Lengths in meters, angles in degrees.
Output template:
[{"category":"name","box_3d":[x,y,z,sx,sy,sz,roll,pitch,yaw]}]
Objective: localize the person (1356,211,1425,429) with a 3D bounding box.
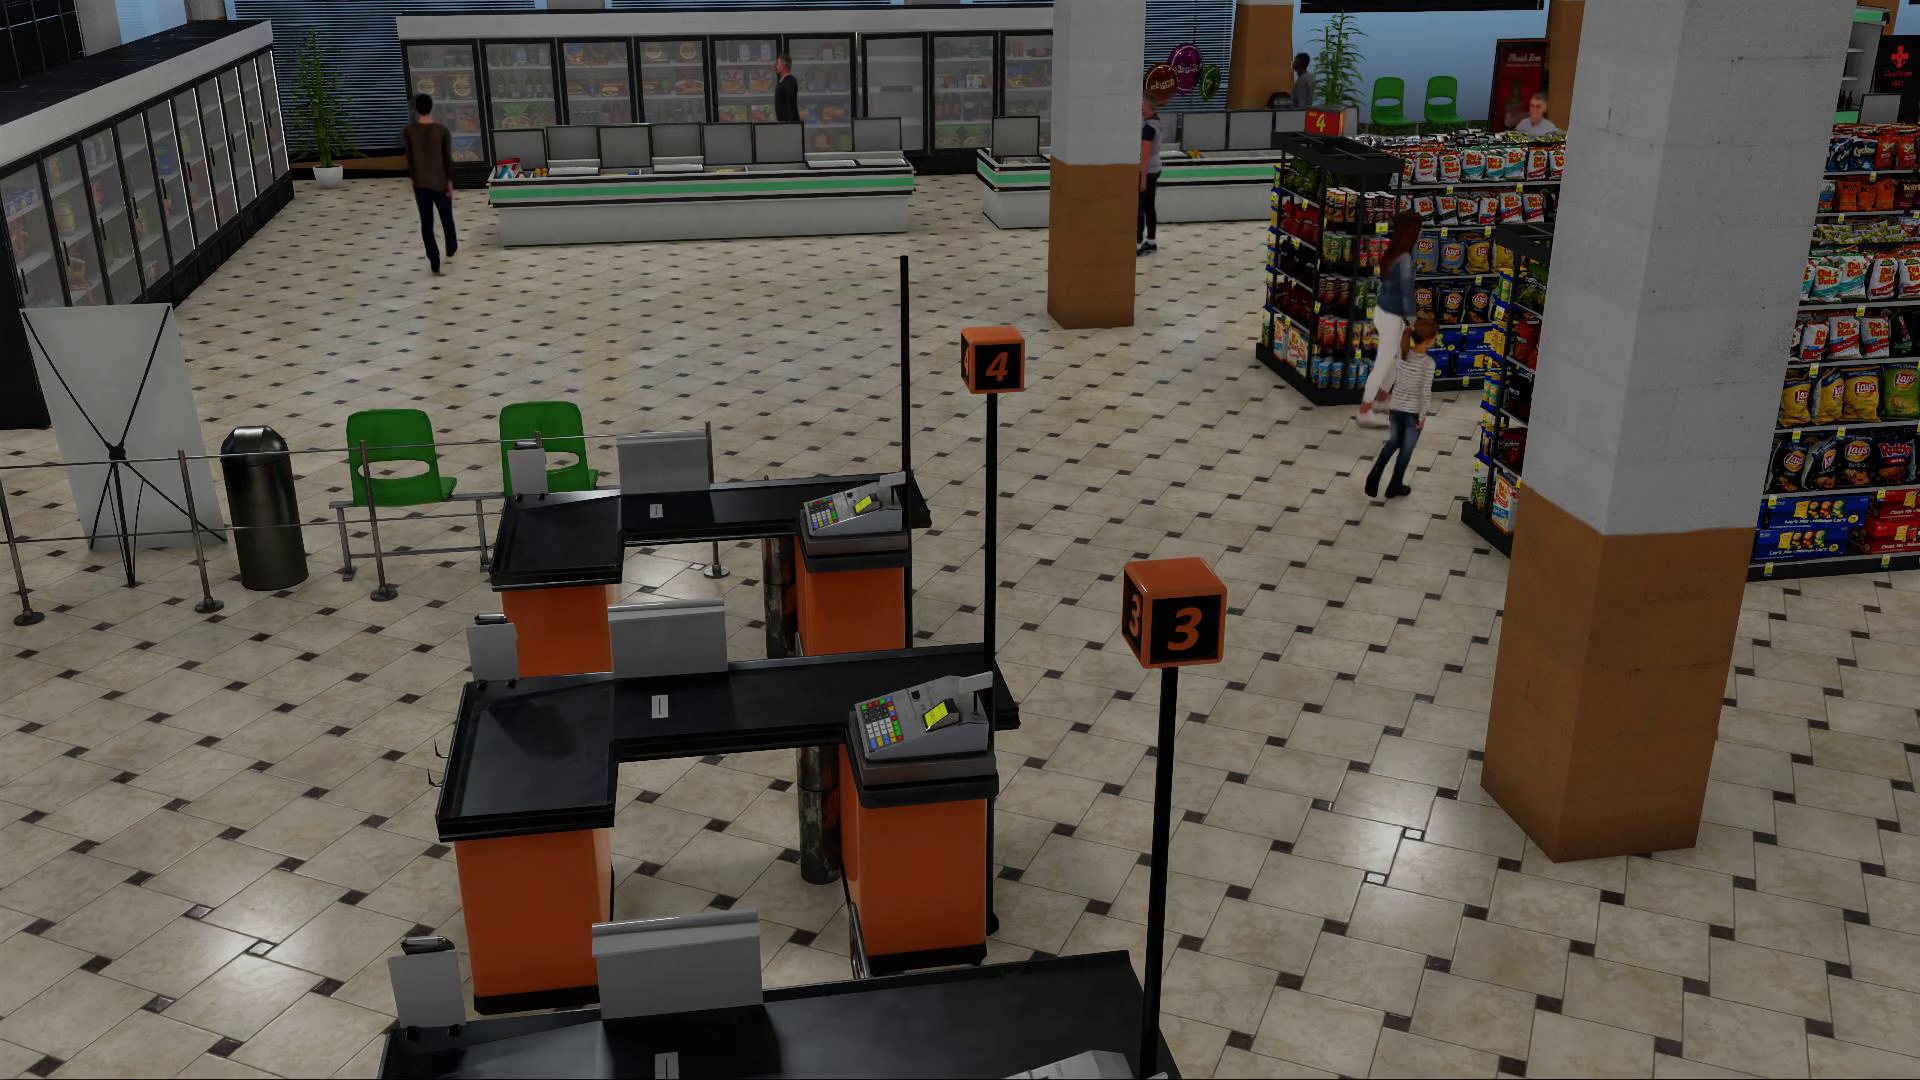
[{"category":"person","box_3d":[3.243,-1.696,12.901,0.728,1.681,0.696,3,22,9]}]

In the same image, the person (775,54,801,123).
[{"category":"person","box_3d":[-2.331,-5.630,22.479,0.554,1.839,0.714,-4,22,-10]}]

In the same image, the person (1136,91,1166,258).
[{"category":"person","box_3d":[2.173,-4.139,18.797,0.843,1.817,0.829,6,23,15]}]

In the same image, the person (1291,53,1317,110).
[{"category":"person","box_3d":[4.733,-5.631,22.529,1.174,1.803,1.071,11,25,26]}]

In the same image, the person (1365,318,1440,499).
[{"category":"person","box_3d":[3.003,-0.859,11.330,0.815,1.299,0.695,-19,29,-39]}]

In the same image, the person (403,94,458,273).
[{"category":"person","box_3d":[-5.725,-3.810,17.956,1.085,1.834,0.744,-5,22,-12]}]

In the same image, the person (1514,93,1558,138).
[{"category":"person","box_3d":[6.489,-4.143,18.869,1.122,1.772,1.289,19,29,39]}]
